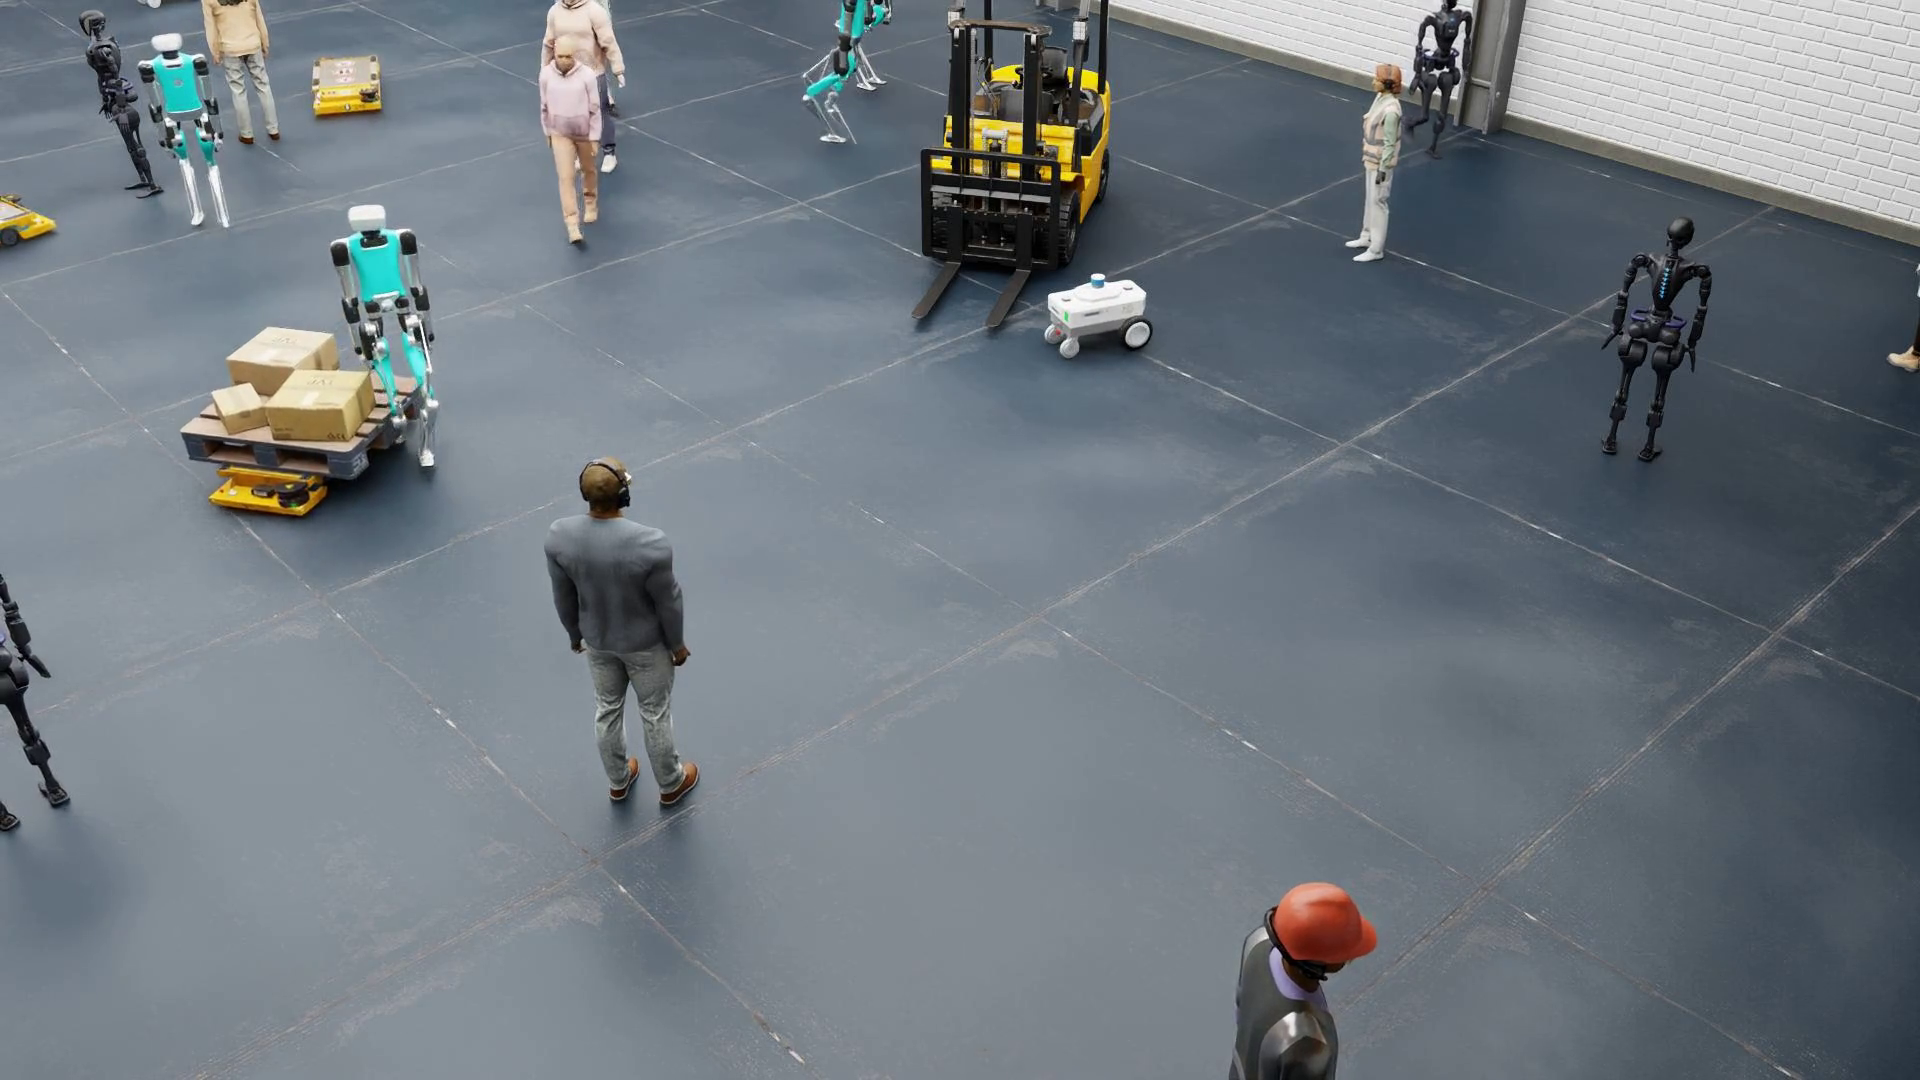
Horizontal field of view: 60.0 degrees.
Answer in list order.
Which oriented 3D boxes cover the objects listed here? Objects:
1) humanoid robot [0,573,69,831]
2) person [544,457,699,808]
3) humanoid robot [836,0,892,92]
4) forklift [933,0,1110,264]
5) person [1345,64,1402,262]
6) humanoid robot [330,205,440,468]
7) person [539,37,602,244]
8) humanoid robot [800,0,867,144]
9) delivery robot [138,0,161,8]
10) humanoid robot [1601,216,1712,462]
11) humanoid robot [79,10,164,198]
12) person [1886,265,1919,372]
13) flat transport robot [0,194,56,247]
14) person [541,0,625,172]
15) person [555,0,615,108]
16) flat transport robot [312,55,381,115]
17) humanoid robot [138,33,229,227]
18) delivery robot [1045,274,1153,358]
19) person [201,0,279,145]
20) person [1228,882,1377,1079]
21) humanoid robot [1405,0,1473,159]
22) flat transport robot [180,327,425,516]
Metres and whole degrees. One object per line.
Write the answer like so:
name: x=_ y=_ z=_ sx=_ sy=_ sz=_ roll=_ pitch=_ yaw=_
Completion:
humanoid robot: x=-4.697 y=0.630 z=7.910 sx=0.311 sy=1.651 sz=0.612 roll=27 pitch=42 yaw=35
person: x=-1.599 y=0.464 z=7.931 sx=0.627 sy=1.940 sz=0.375 roll=7 pitch=34 yaw=11
humanoid robot: x=-1.011 y=-5.535 z=17.211 sx=0.735 sy=1.677 sz=0.533 roll=16 pitch=36 yaw=23
forklift: x=0.570 y=-3.725 z=14.138 sx=1.214 sy=2.155 sz=2.313 roll=9 pitch=34 yaw=13
person: x=3.440 y=-3.097 z=13.673 sx=0.313 sy=1.639 sz=0.514 roll=1 pitch=33 yaw=2
humanoid robot: x=-3.618 y=-1.219 z=10.715 sx=0.530 sy=1.765 sz=0.905 roll=-14 pitch=36 yaw=-21
person: x=-3.276 y=-3.424 z=14.101 sx=0.527 sy=1.722 sz=0.923 roll=-4 pitch=33 yaw=-6
humanoid robot: x=-1.230 y=-4.557 z=15.859 sx=0.780 sy=1.814 sz=0.543 roll=6 pitch=33 yaw=9
delivery robot: x=-9.788 y=-6.933 z=20.584 sx=0.499 sy=0.614 sz=0.791 roll=25 pitch=41 yaw=33
humanoid robot: x=4.541 y=-1.327 z=10.908 sx=0.599 sy=1.657 sz=0.315 roll=17 pitch=37 yaw=25
humanoid robot: x=-7.522 y=-3.899 z=14.862 sx=0.315 sy=1.657 sz=0.599 roll=-23 pitch=40 yaw=-31
person: x=7.137 y=-2.016 z=11.964 sx=0.532 sy=1.693 sz=0.320 roll=-11 pitch=35 yaw=-16
flat transport robot: x=-8.565 y=-2.583 z=14.143 sx=0.659 sy=0.231 sz=1.431 roll=23 pitch=39 yaw=31
person: x=-3.482 y=-4.356 z=15.415 sx=0.819 sy=1.856 sz=0.427 roll=6 pitch=34 yaw=9
person: x=-3.814 y=-5.271 z=16.941 sx=0.533 sy=1.722 sz=0.891 roll=-25 pitch=41 yaw=-33
flat transport robot: x=-6.484 y=-4.830 z=17.597 sx=0.659 sy=0.231 sz=1.431 roll=-9 pitch=34 yaw=-14
humanoid robot: x=-6.588 y=-3.503 z=14.203 sx=0.530 sy=1.759 sz=0.781 roll=-16 pitch=36 yaw=-22
delivery robot: x=1.025 y=-1.715 z=12.539 sx=0.765 sy=0.585 sz=0.499 roll=-13 pitch=35 yaw=-19
person: x=-6.924 y=-4.747 z=16.010 sx=0.560 sy=1.869 sz=0.414 roll=-23 pitch=39 yaw=-31
person: x=1.089 y=1.920 z=5.598 sx=0.391 sy=2.044 sz=0.607 roll=-3 pitch=33 yaw=-5
humanoid robot: x=4.531 y=-4.466 z=15.749 sx=0.609 sy=1.646 sz=0.433 roll=-7 pitch=34 yaw=-10
flat transport robot: x=-4.320 y=-0.625 z=11.133 sx=0.659 sy=0.231 sz=1.431 roll=7 pitch=34 yaw=11
